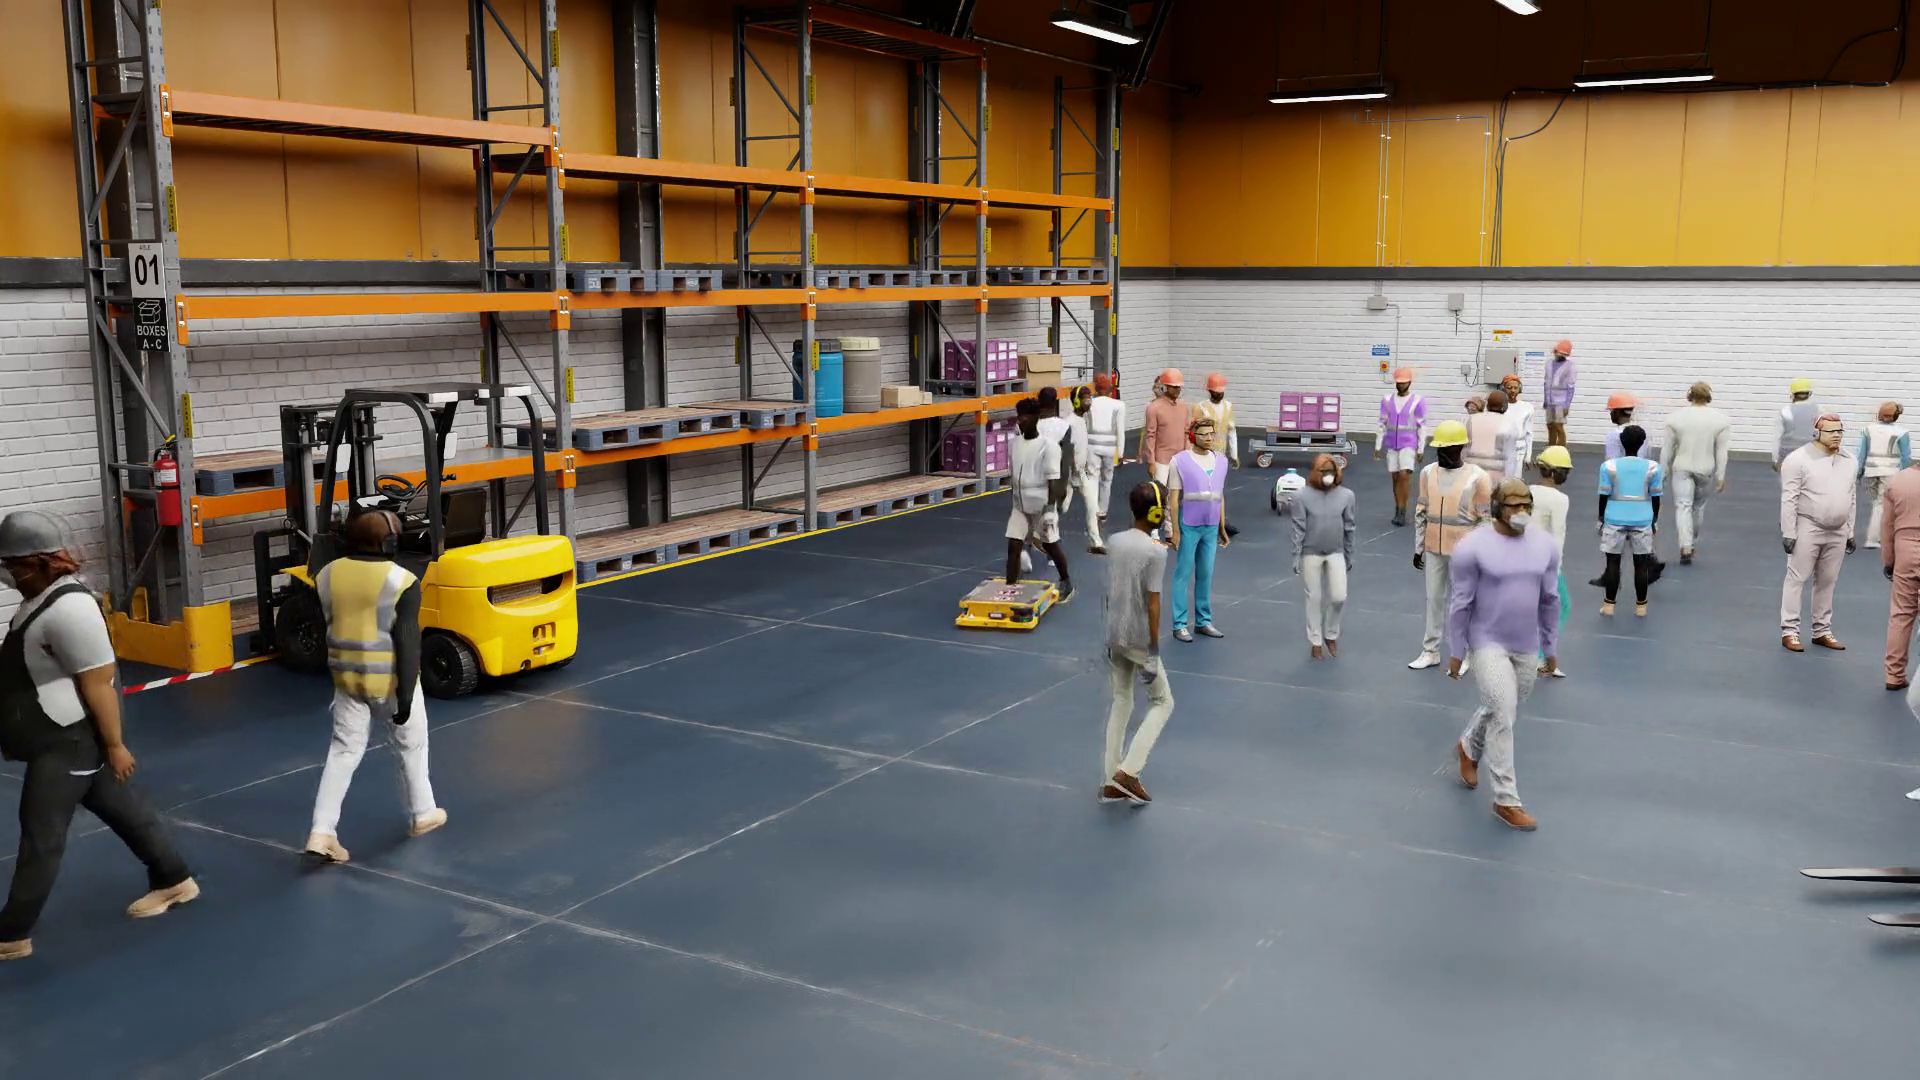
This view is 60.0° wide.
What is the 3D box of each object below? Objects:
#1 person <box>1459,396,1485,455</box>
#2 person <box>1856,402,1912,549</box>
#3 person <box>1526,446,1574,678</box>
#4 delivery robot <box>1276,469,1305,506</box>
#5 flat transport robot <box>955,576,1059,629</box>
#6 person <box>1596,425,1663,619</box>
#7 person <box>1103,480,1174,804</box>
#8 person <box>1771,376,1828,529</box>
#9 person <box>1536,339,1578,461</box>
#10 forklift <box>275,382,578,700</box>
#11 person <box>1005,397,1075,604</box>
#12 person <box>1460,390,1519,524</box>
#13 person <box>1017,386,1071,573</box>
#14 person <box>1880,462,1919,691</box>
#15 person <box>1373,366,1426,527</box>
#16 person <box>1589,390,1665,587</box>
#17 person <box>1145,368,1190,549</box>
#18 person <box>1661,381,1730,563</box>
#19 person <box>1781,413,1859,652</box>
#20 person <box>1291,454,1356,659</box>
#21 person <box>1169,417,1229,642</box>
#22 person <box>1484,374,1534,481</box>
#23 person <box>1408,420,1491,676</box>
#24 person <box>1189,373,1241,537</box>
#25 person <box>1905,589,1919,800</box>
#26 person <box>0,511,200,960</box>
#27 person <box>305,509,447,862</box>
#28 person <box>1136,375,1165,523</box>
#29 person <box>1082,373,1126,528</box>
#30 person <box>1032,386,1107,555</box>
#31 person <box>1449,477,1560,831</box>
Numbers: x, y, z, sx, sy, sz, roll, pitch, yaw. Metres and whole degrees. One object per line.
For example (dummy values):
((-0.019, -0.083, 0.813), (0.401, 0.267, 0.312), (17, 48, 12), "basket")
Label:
((6.041, -0.888, 19.375), (0.775, 1.602, 0.525), (-4, 10, -22), "person")
((10.207, -0.712, 18.266), (0.761, 1.605, 0.535), (-5, 10, -29), "person")
((4.302, 0.172, 12.341), (0.513, 1.740, 0.534), (-4, 10, -23), "person")
((4.159, -0.654, 20.889), (0.477, 0.478, 0.707), (2, 9, 13), "delivery robot")
((0.437, 0.539, 14.618), (0.652, 0.197, 1.431), (2, 9, 13), "flat transport robot")
((5.828, -0.155, 14.516), (0.540, 1.695, 0.317), (2, 9, 12), "person")
((0.988, 0.586, 9.406), (0.407, 1.850, 0.541), (-7, 11, -36), "person")
((9.739, -0.986, 19.310), (0.612, 1.819, 0.510), (2, 9, 10), "person")
((9.382, -2.177, 26.249), (0.458, 1.992, 0.796), (-4, 10, -23), "person")
((-3.974, -0.067, 12.417), (2.313, 2.155, 1.214), (5, 11, 30), "forklift")
((0.684, -0.331, 14.930), (0.639, 1.924, 0.997), (8, 12, 42), "person")
((5.424, -0.640, 17.206), (0.658, 1.814, 0.807), (9, 12, 43), "person")
((0.832, -0.620, 16.874), (0.588, 1.880, 0.934), (3, 10, 18), "person")
((6.912, 0.167, 11.861), (0.399, 1.905, 0.642), (-6, 11, -32), "person")
((5.212, -1.112, 19.841), (0.550, 1.911, 0.786), (7, 11, 37), "person")
((6.340, -0.460, 15.753), (0.557, 1.915, 0.633), (-6, 11, -35), "person")
((2.285, -0.884, 18.181), (0.622, 1.987, 0.406), (-7, 12, -39), "person")
((7.661, -0.712, 17.369), (0.636, 1.906, 0.967), (3, 10, 17), "person")
((6.869, -0.061, 13.278), (0.643, 1.908, 0.410), (-2, 9, -10), "person")
((2.821, 0.137, 12.929), (0.514, 1.615, 0.406), (0, 9, 1), "person")
((1.955, -0.098, 13.690), (0.563, 1.847, 0.390), (-5, 11, -30), "person")
((6.159, -0.922, 18.728), (0.576, 1.882, 0.355), (0, 9, -1), "person")
((3.665, 0.059, 12.470), (0.382, 1.923, 0.593), (-8, 12, -43), "person")
((2.935, -0.975, 19.078), (0.542, 1.873, 0.937), (-6, 11, -34), "person")
((5.662, 0.671, 9.572), (0.353, 1.629, 0.598), (5, 10, 29), "person")
((-3.991, 0.801, 7.475), (1.036, 2.000, 0.691), (-6, 11, -32), "person")
((-3.065, 0.742, 8.613), (0.624, 1.805, 0.926), (2, 9, 13), "person")
((2.356, -1.059, 19.829), (0.540, 1.793, 0.961), (8, 12, 43), "person")
((1.668, -1.058, 19.763), (0.602, 1.847, 0.993), (1, 9, 7), "person")
((1.183, -0.739, 17.785), (0.951, 1.828, 0.538), (3, 10, 18), "person")
((3.009, 0.577, 9.310), (0.638, 1.911, 0.925), (-2, 9, -13), "person")
